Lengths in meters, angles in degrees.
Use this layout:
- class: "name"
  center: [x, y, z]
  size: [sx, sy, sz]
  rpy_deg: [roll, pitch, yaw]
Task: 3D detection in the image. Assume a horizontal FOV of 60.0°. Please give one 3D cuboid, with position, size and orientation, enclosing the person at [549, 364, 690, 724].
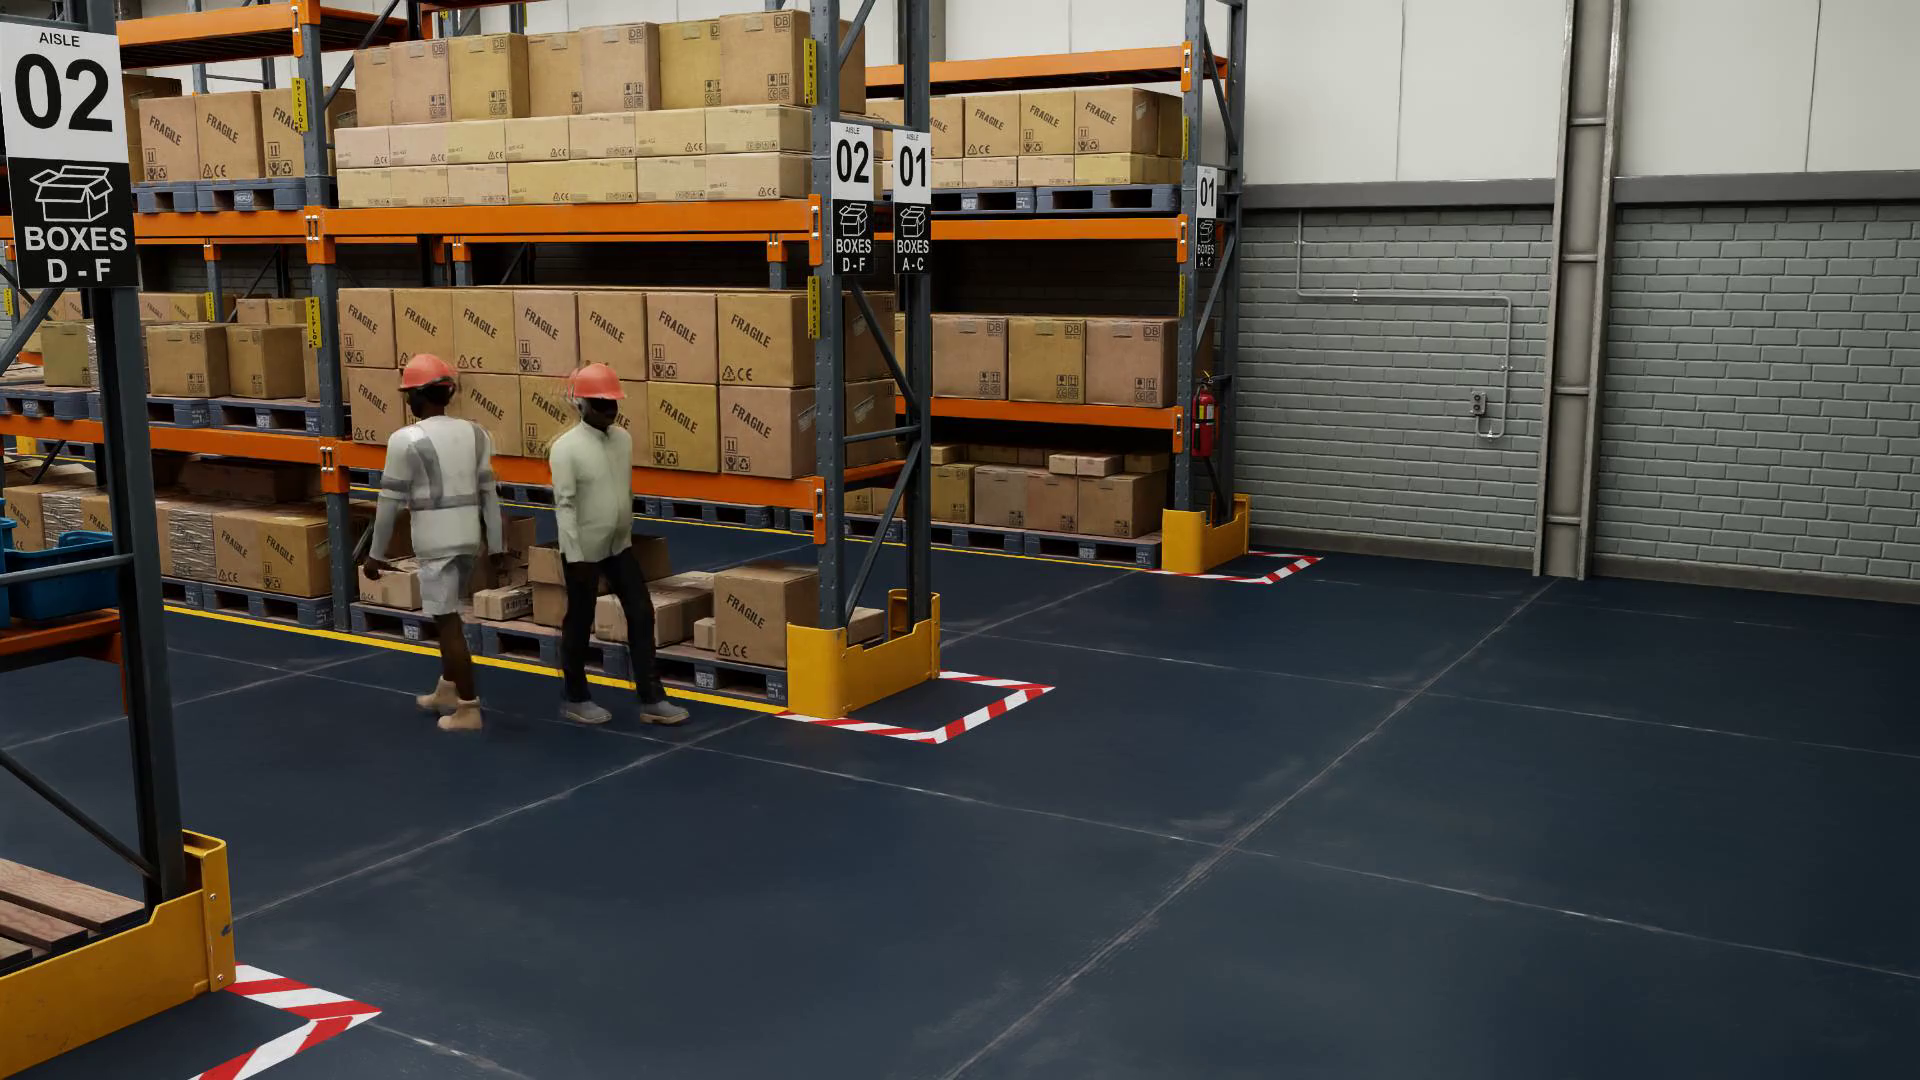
- class: "person"
  center: [-1.833, 0.054, 8.849]
  size: [0.884, 1.958, 0.648]
  rpy_deg: [6, 11, 30]

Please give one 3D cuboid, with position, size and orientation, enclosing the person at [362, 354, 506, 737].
- class: "person"
  center: [-2.823, 0.026, 8.880]
  size: [0.811, 2.010, 0.634]
  rpy_deg: [5, 11, 28]
